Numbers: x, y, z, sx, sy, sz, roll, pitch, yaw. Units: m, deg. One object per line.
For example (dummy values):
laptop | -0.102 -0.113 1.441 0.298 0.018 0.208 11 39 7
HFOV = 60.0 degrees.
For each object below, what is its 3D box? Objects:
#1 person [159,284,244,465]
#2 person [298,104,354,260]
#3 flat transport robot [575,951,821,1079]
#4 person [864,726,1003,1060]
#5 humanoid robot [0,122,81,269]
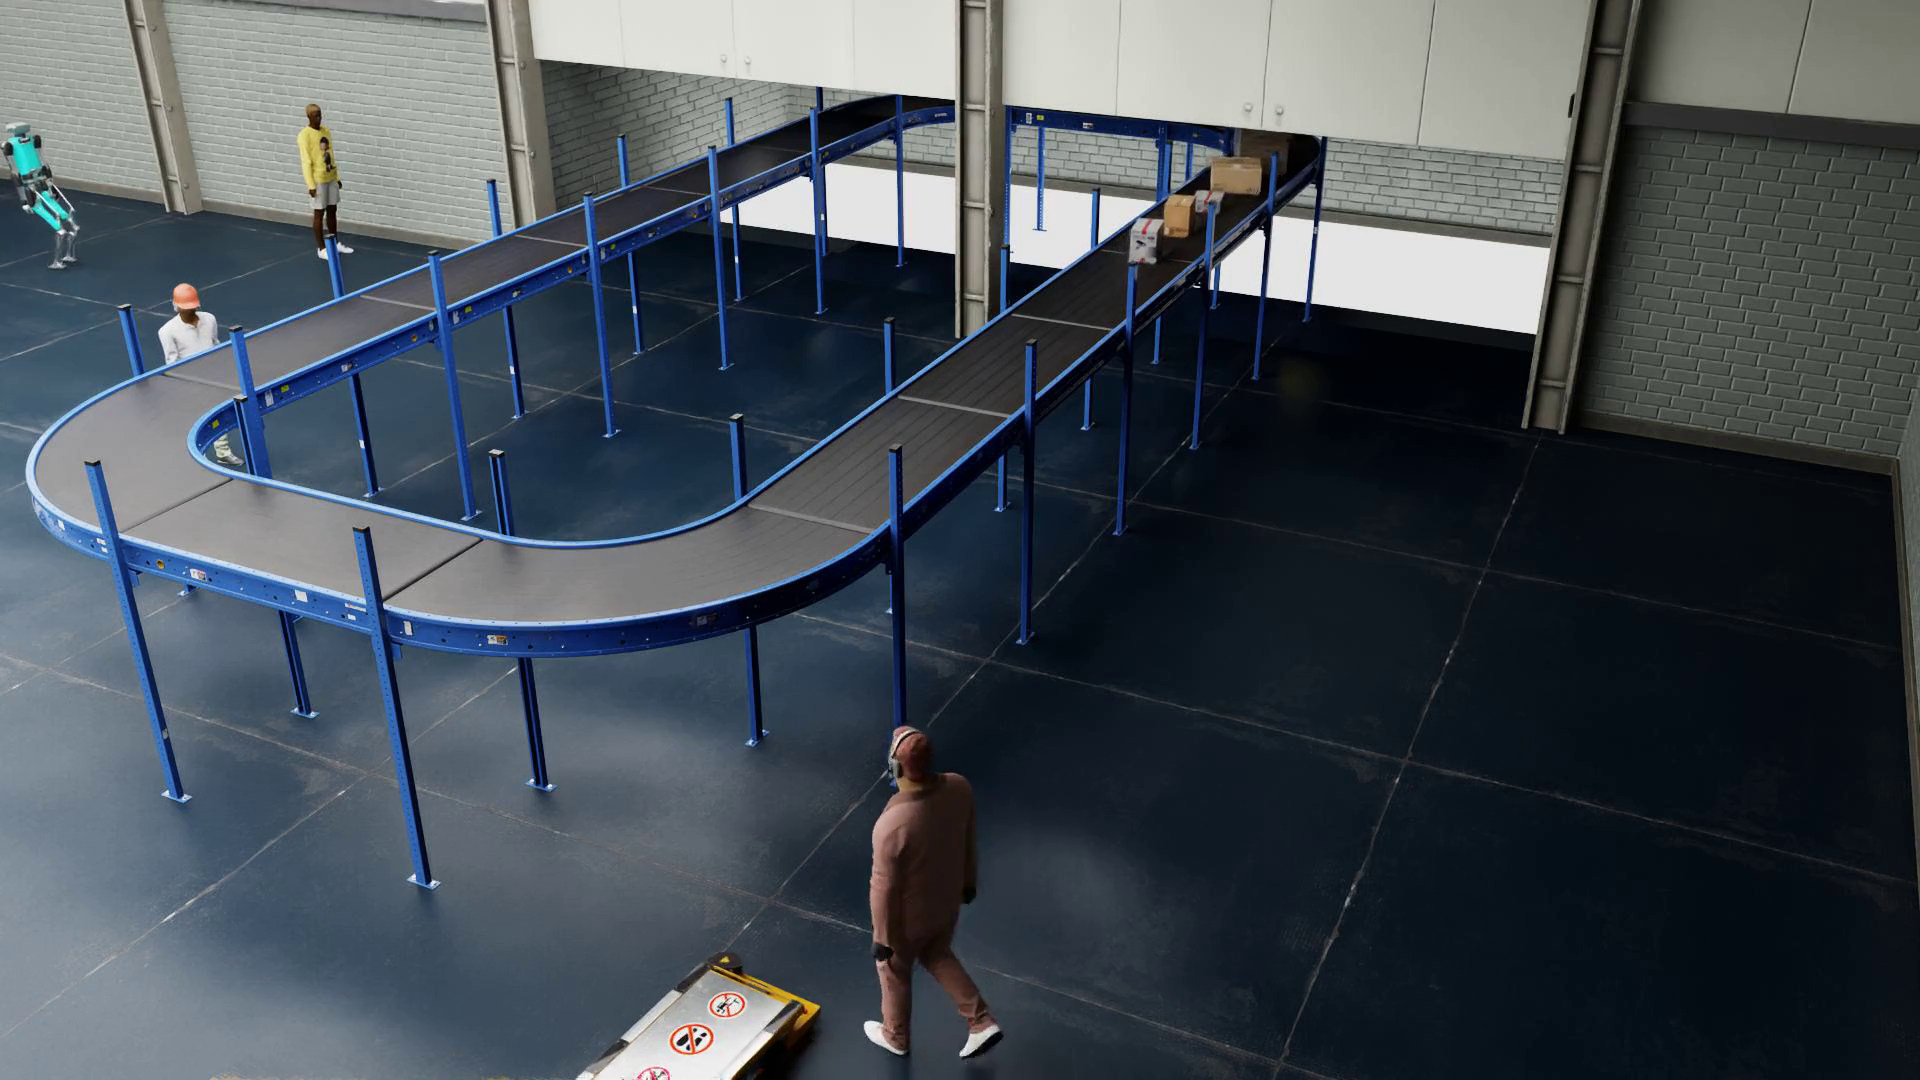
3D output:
person | -6.685 -1.423 14.675 0.337 1.746 0.565 14 30 26
person | -7.895 -4.447 20.604 0.372 1.898 0.545 9 28 18
flat transport robot | -1.364 2.606 8.225 0.659 0.231 1.431 15 30 27
person | -0.151 1.771 8.097 0.672 1.875 0.679 19 32 34
humanoid robot | -11.053 -4.166 20.162 0.715 1.735 0.532 9 28 17
